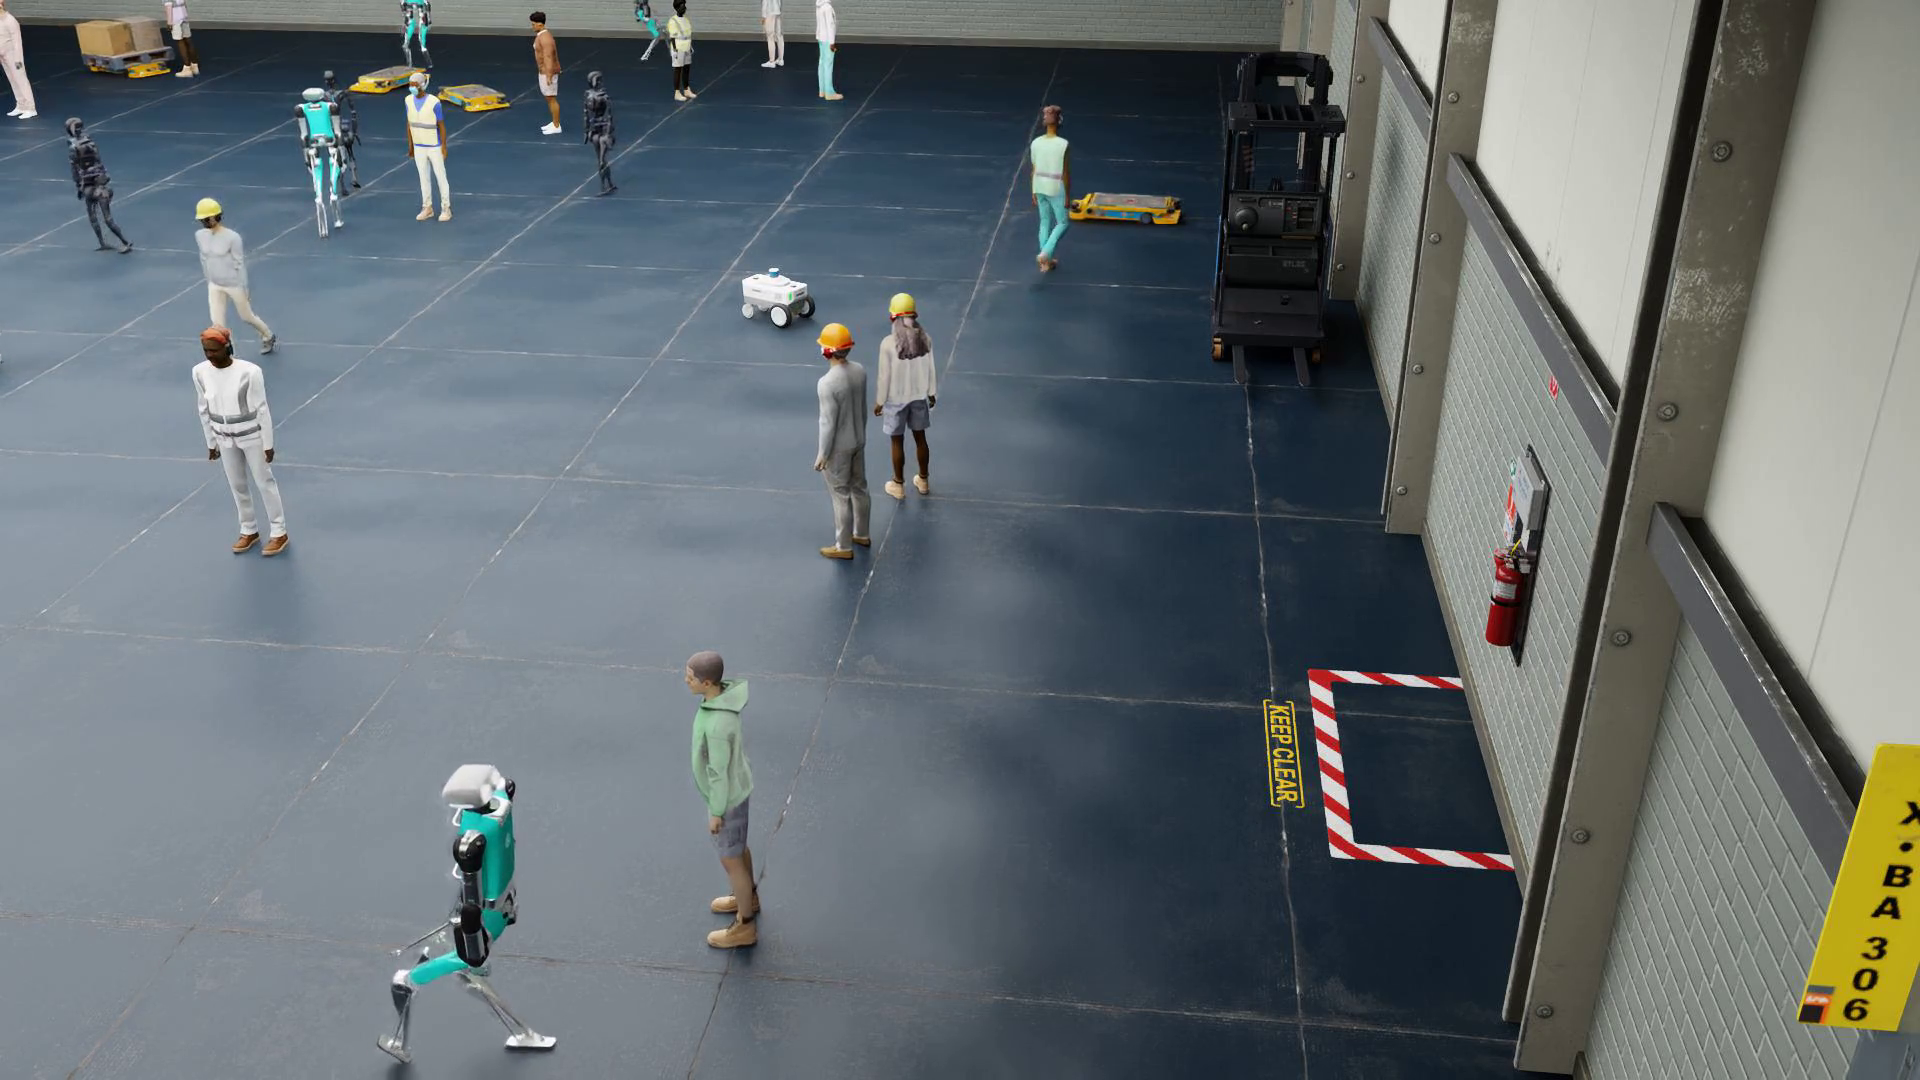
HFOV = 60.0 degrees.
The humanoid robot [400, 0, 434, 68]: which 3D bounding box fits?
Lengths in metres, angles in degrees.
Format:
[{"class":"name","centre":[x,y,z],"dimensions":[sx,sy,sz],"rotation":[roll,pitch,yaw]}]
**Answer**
[{"class":"humanoid robot","centre":[-9.978,-9.432,30.396],"dimensions":[0.531,1.804,0.806],"rotation":[-1,27,-2]}]

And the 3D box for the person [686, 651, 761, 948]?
[{"class":"person","centre":[-1.243,1.353,8.809],"dimensions":[0.315,1.733,0.475],"rotation":[-3,27,-7]}]

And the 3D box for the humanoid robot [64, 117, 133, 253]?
[{"class":"humanoid robot","centre":[-10.490,-4.313,20.173],"dimensions":[0.598,1.638,0.383],"rotation":[12,29,23]}]

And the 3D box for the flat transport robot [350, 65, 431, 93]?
[{"class":"flat transport robot","centre":[-10.059,-8.145,29.399],"dimensions":[0.659,0.231,1.431],"rotation":[9,28,17]}]

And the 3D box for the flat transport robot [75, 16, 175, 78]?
[{"class":"flat transport robot","centre":[-15.180,-8.639,30.385],"dimensions":[1.431,0.231,0.659],"rotation":[16,31,28]}]

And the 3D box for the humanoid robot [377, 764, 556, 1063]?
[{"class":"humanoid robot","centre":[-2.515,1.813,7.905],"dimensions":[0.951,1.778,0.567],"rotation":[3,27,5]}]

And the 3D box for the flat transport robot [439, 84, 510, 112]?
[{"class":"flat transport robot","centre":[-8.197,-7.450,28.010],"dimensions":[0.659,0.231,1.431],"rotation":[-19,32,-33]}]

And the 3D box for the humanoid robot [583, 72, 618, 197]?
[{"class":"humanoid robot","centre":[-4.929,-5.525,22.601],"dimensions":[0.586,1.641,0.572],"rotation":[19,32,32]}]

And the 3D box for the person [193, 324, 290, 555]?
[{"class":"person","centre":[-5.582,-0.772,12.892],"dimensions":[0.565,1.878,0.353],"rotation":[3,27,6]}]

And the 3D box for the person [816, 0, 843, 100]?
[{"class":"person","centre":[-2.248,-8.464,28.203],"dimensions":[0.371,1.913,0.490],"rotation":[-11,29,-21]}]

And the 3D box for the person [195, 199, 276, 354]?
[{"class":"person","centre":[-7.330,-2.589,16.690],"dimensions":[0.535,1.730,0.853],"rotation":[6,27,12]}]

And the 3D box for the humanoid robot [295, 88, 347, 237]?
[{"class":"humanoid robot","centre":[-8.013,-4.663,20.927],"dimensions":[0.545,1.898,0.765],"rotation":[-3,27,-7]}]

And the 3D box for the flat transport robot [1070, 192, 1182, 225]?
[{"class":"flat transport robot","centre":[2.170,-4.347,21.817],"dimensions":[1.431,0.231,0.659],"rotation":[6,27,11]}]

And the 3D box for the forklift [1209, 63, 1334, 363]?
[{"class":"forklift","centre":[3.241,-3.477,17.183],"dimensions":[1.129,2.768,1.873],"rotation":[3,27,6]}]

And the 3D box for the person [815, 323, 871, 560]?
[{"class":"person","centre":[-0.917,-0.758,12.839],"dimensions":[0.378,1.895,0.563],"rotation":[16,31,29]}]

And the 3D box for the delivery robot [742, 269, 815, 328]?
[{"class":"delivery robot","centre":[-2.013,-2.663,18.119],"dimensions":[0.766,0.580,0.499],"rotation":[16,31,29]}]

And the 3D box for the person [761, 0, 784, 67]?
[{"class":"person","centre":[-3.461,-9.703,30.714],"dimensions":[0.401,1.878,0.498],"rotation":[19,32,33]}]

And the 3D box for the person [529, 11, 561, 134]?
[{"class":"person","centre":[-6.429,-7.300,25.955],"dimensions":[0.413,1.845,0.785],"rotation":[-10,28,-19]}]

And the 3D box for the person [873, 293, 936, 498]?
[{"class":"person","centre":[-0.443,-1.191,13.844],"dimensions":[0.557,1.759,0.411],"rotation":[-13,30,-25]}]

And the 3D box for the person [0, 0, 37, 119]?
[{"class":"person","centre":[-15.366,-7.802,26.887],"dimensions":[0.639,1.909,0.410],"rotation":[20,33,34]}]

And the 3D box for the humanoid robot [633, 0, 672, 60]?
[{"class":"humanoid robot","centre":[-5.754,-10.014,31.516],"dimensions":[0.923,1.784,0.548],"rotation":[-16,31,-29]}]

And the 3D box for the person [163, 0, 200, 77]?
[{"class":"person","centre":[-14.077,-9.361,29.854],"dimensions":[0.391,2.040,0.607],"rotation":[4,27,8]}]

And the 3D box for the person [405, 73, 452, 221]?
[{"class":"person","centre":[-6.850,-5.068,21.451],"dimensions":[0.532,1.889,0.407],"rotation":[6,27,11]}]

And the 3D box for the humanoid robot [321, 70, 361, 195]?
[{"class":"humanoid robot","centre":[-8.495,-5.545,22.636],"dimensions":[0.597,1.652,0.387],"rotation":[-11,29,-21]}]

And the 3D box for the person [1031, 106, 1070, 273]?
[{"class":"person","centre":[1.036,-4.038,19.319],"dimensions":[0.494,1.951,0.587],"rotation":[15,30,28]}]

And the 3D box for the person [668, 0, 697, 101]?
[{"class":"person","centre":[-4.708,-8.306,28.132],"dimensions":[0.323,1.688,0.528],"rotation":[13,29,24]}]
